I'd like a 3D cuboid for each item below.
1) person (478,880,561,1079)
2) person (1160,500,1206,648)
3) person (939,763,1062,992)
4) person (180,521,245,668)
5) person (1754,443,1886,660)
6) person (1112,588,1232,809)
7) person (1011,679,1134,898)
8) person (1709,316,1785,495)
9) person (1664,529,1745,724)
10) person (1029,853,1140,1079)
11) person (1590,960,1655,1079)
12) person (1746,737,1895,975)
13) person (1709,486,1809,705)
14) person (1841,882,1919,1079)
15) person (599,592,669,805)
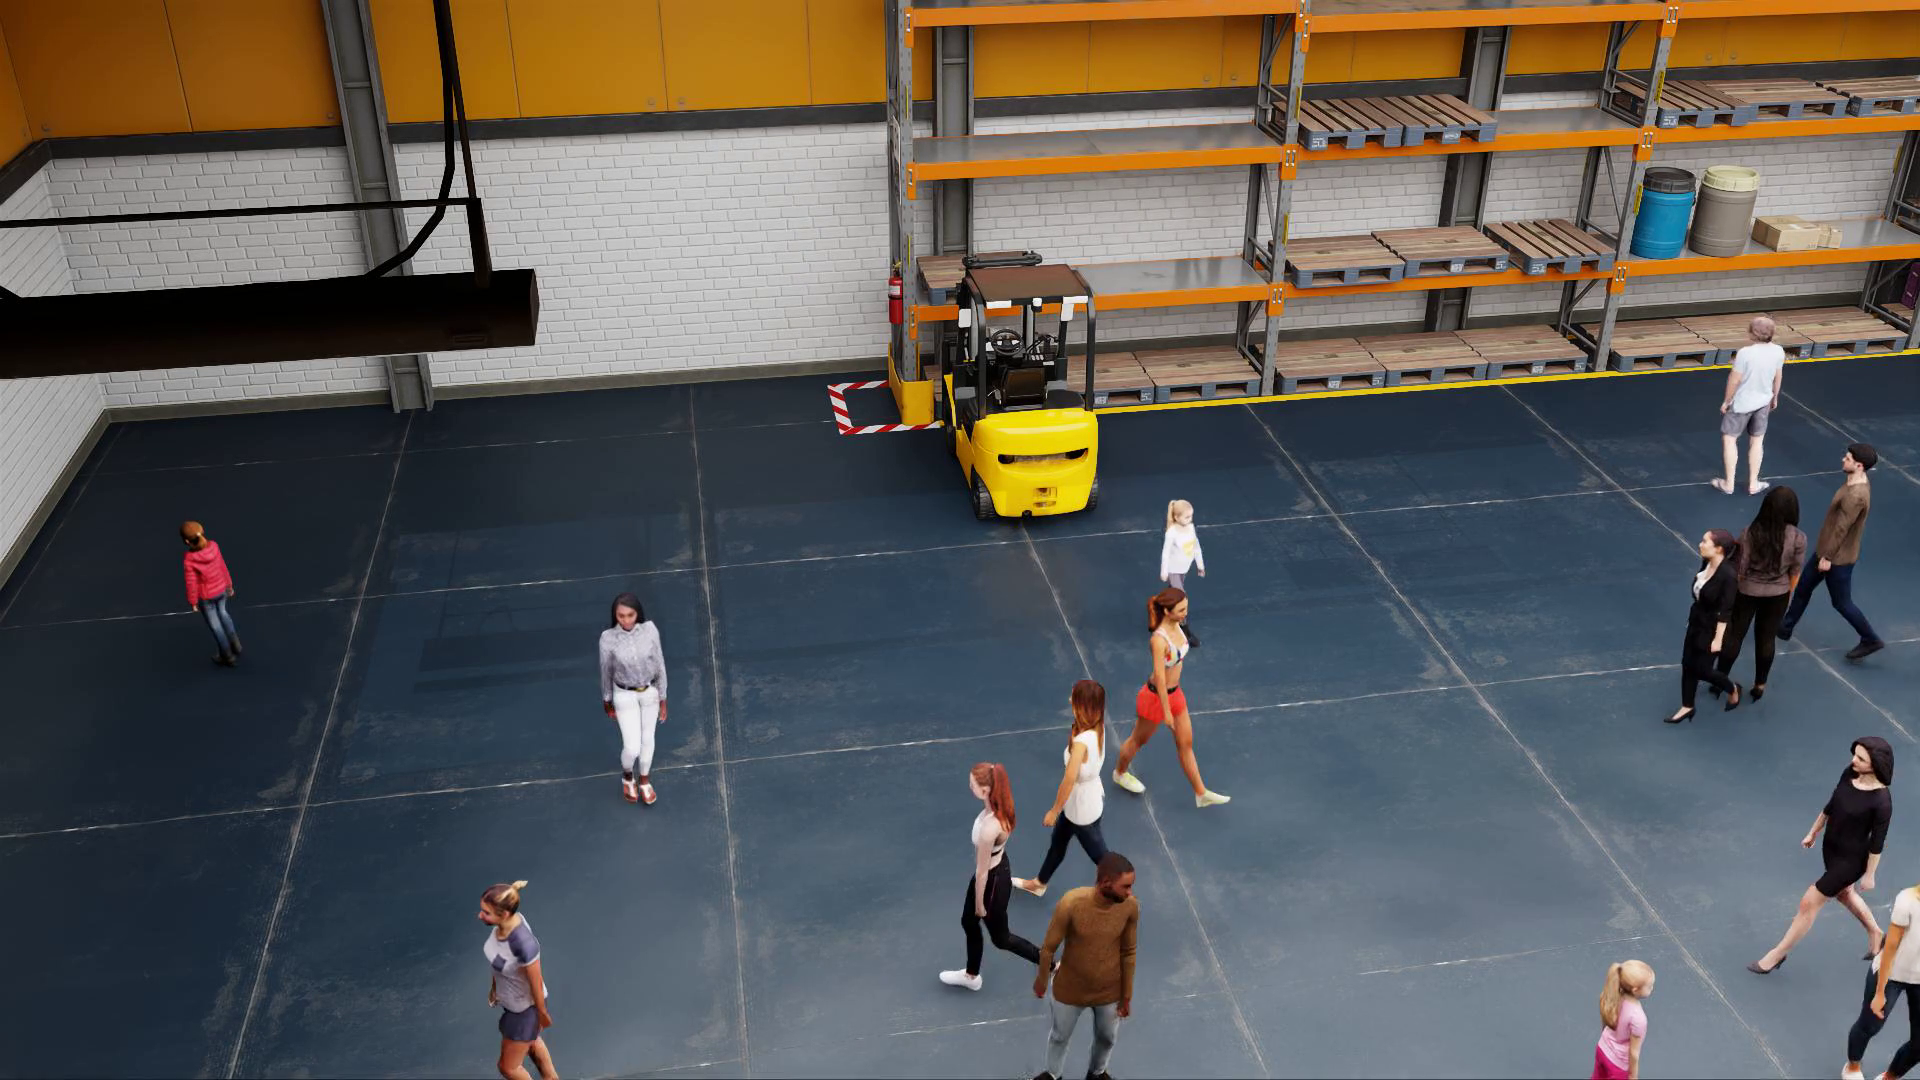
[{"bbox_3d":[-2.362,2.519,9.239,0.687,1.608,0.654,-15,32,-25],"label":"person"},{"bbox_3d":[1.759,0.216,13.829,0.809,1.257,0.801,24,37,37],"label":"person"},{"bbox_3d":[0.283,2.076,9.933,1.149,1.723,0.858,6,29,11],"label":"person"},{"bbox_3d":[-5.958,0.446,13.354,0.661,1.307,0.620,14,31,23],"label":"person"},{"bbox_3d":[7.159,0.122,13.379,1.275,1.853,1.090,12,31,21],"label":"person"},{"bbox_3d":[1.332,1.104,11.687,1.182,1.748,1.065,15,32,26],"label":"person"},{"bbox_3d":[0.878,1.710,10.586,1.190,1.740,0.892,6,29,11],"label":"person"},{"bbox_3d":[7.630,-1.281,15.990,0.568,1.815,0.899,3,29,5],"label":"person"},{"bbox_3d":[5.732,0.686,12.567,0.816,1.639,0.655,-3,29,-6],"label":"person"},{"bbox_3d":[0.644,2.422,9.218,0.462,1.799,0.896,3,29,5],"label":"person"},{"bbox_3d":[3.574,2.807,9.061,0.500,1.274,0.483,-4,29,-7],"label":"person"},{"bbox_3d":[5.454,1.961,10.105,1.196,1.759,0.785,1,29,2],"label":"person"},{"bbox_3d":[6.159,0.439,12.813,0.689,1.838,0.801,8,30,15],"label":"person"},{"bbox_3d":[5.201,2.396,9.270,0.619,1.796,0.713,0,29,0],"label":"person"},{"bbox_3d":[-2.302,1.078,11.774,0.620,1.711,0.716,-11,31,-20],"label":"person"}]
